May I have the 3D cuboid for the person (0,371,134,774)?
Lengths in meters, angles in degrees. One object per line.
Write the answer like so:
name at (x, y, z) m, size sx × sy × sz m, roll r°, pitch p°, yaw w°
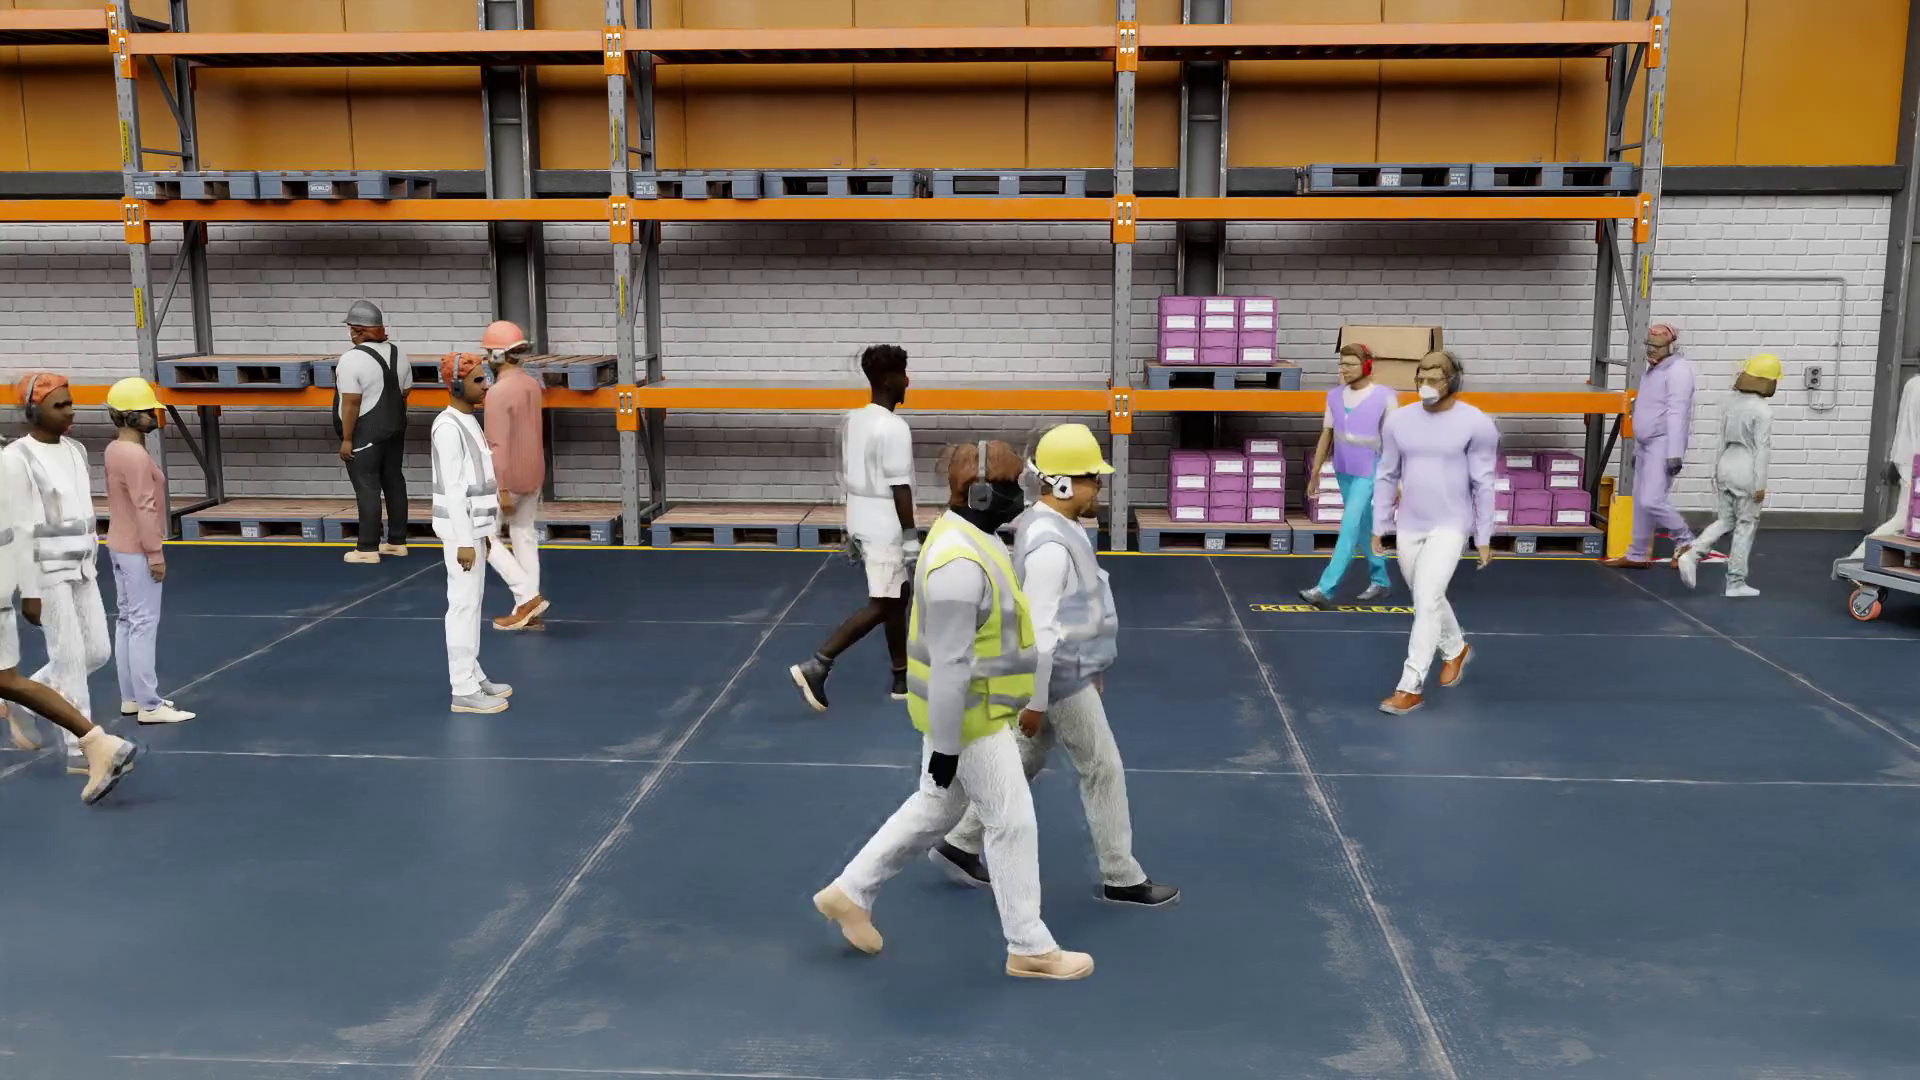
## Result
person at (-4.177, 0.163, 7.600) m, size 0.618 × 1.866 × 0.582 m, roll 1°, pitch 10°, yaw 6°

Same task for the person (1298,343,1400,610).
person at (2.636, -0.430, 11.276) m, size 0.981 × 1.788 × 0.590 m, roll -6°, pitch 11°, yaw -32°

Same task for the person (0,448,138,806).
person at (-4.042, 0.208, 6.919) m, size 0.929 × 2.019 × 0.617 m, roll -2°, pitch 10°, yaw -12°

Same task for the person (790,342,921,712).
person at (-0.490, -0.062, 8.701) m, size 0.864 × 1.942 × 0.595 m, roll -4°, pitch 11°, yaw -23°

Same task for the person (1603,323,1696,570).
person at (5.234, -0.673, 12.421) m, size 0.531 × 1.887 × 0.699 m, roll 1°, pitch 10°, yaw 5°

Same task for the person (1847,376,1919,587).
person at (6.737, -0.543, 11.863) m, size 0.813 × 1.831 × 0.547 m, roll 3°, pitch 10°, yaw 16°

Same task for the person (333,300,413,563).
person at (-4.634, -0.848, 13.003) m, size 0.537 × 2.000 × 0.682 m, roll 4°, pitch 10°, yaw 22°

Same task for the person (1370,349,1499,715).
person at (2.552, -0.072, 8.882) m, size 0.972 × 1.908 × 0.647 m, roll -10°, pitch 14°, yaw -44°

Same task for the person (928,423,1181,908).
person at (0.320, 0.458, 6.102) m, size 0.920 × 1.793 × 0.589 m, roll 0°, pitch 10°, yaw 1°

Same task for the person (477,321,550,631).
person at (-2.834, -0.388, 10.481) m, size 0.431 × 1.976 × 0.625 m, roll 3°, pitch 10°, yaw 17°

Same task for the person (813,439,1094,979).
person at (-0.045, 0.559, 5.471) m, size 0.906 × 1.812 × 0.635 m, roll 0°, pitch 10°, yaw 1°

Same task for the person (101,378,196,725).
person at (-4.182, 0.057, 8.508) m, size 0.317 × 1.769 × 0.522 m, roll -8°, pitch 13°, yaw -40°

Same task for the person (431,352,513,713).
person at (-2.576, -0.039, 8.734) m, size 0.355 × 1.882 × 0.576 m, roll -2°, pitch 10°, yaw -9°

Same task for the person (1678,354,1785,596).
person at (5.349, -0.434, 11.508) m, size 0.557 × 1.716 × 0.515 m, roll -3°, pitch 10°, yaw -16°
